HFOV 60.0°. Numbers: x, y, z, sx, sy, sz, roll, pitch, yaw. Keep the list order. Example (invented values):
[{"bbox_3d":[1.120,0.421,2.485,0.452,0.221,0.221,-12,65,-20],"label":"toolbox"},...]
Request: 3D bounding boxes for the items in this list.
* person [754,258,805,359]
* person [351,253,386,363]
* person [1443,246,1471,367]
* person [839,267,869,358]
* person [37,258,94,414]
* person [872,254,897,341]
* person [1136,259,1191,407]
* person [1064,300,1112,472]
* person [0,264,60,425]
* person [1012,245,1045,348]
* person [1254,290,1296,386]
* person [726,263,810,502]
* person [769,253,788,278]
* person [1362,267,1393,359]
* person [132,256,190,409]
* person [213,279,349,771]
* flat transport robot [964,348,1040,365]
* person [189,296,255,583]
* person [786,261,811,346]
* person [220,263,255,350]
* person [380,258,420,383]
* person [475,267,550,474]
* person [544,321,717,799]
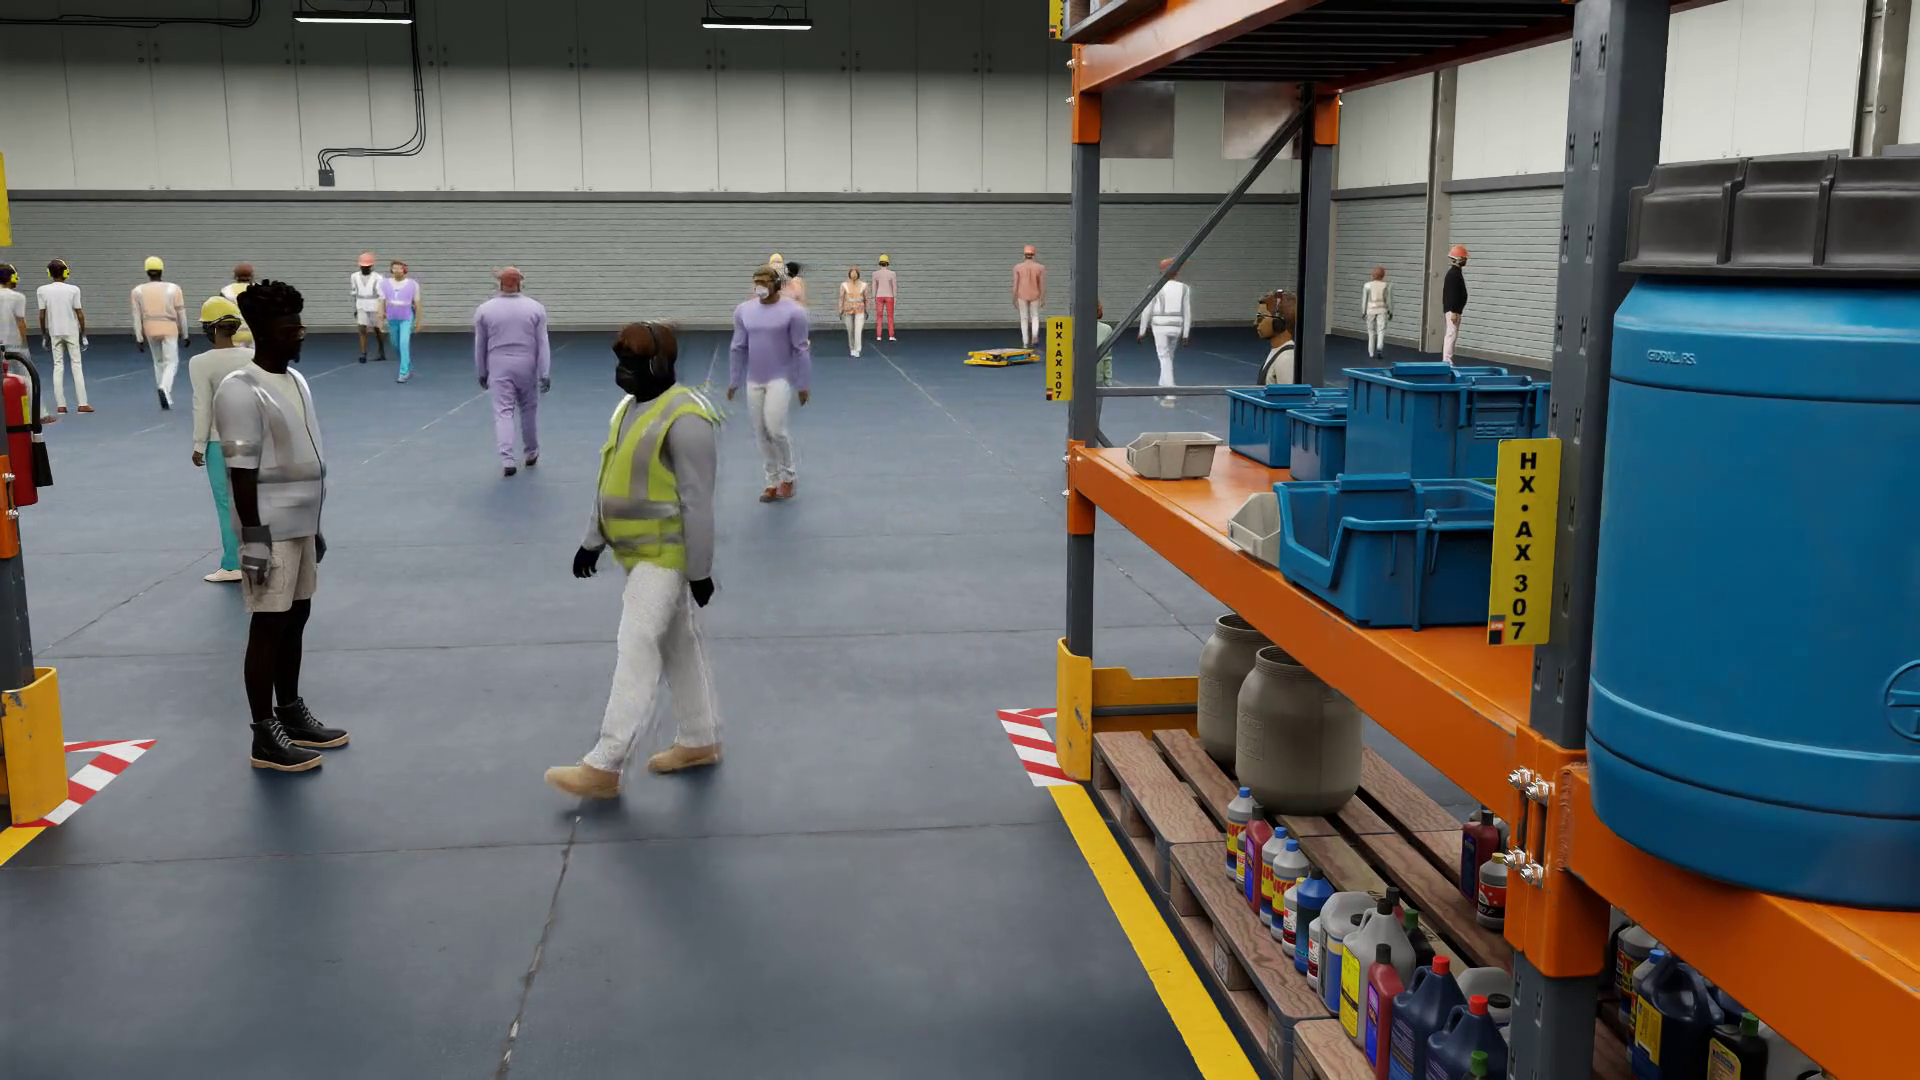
[{"bbox_3d":[-2.284,-2.639,21.118,0.650,1.868,0.944,-3,11,-14],"label":"person"},{"bbox_3d":[-10.085,-3.952,28.373,0.584,1.860,1.025,-1,10,-4],"label":"person"},{"bbox_3d":[7.659,-3.540,25.702,0.395,1.991,0.630,3,11,18],"label":"person"},{"bbox_3d":[-1.888,-4.061,29.629,0.525,1.604,0.800,0,10,-1],"label":"person"},{"bbox_3d":[-10.811,-2.453,20.083,0.518,1.874,0.326,-2,11,-12],"label":"person"},{"bbox_3d":[-1.542,-4.952,34.066,0.523,1.772,0.308,1,10,7],"label":"person"},{"bbox_3d":[2.568,-2.625,21.103,0.594,1.842,0.951,-4,11,-22],"label":"person"},{"bbox_3d":[1.150,-1.423,15.089,0.499,1.634,0.279,-3,11,-16],"label":"person"},{"bbox_3d":[-10.565,-2.162,18.601,0.553,1.830,0.808,2,11,12],"label":"person"},{"bbox_3d":[1.309,-4.678,32.000,0.614,1.979,0.433,-1,10,-4],"label":"person"},{"bbox_3d":[1.735,-0.443,9.139,0.341,1.845,0.511,1,10,7],"label":"person"},{"bbox_3d":[-1.545,-1.247,13.324,0.637,1.921,0.481,5,11,25],"label":"person"},{"bbox_3d":[-3.210,-4.120,29.318,0.596,1.837,0.404,8,13,37],"label":"person"},{"bbox_3d":[7.335,-3.996,29.254,0.533,1.616,0.737,4,11,19],"label":"person"},{"bbox_3d":[-9.968,-2.581,20.717,0.593,1.901,0.817,-2,10,-8],"label":"person"},{"bbox_3d":[-2.744,-0.064,6.726,0.361,1.963,0.613,0,10,1],"label":"person"},{"bbox_3d":[0.709,-3.076,27.891,0.652,0.197,1.431,6,12,31],"label":"flat transport robot"},{"bbox_3d":[-4.533,-0.619,10.319,0.315,1.769,0.525,5,11,25],"label":"person"},{"bbox_3d":[-2.972,-4.207,30.196,0.408,1.682,0.554,1,10,4],"label":"person"},{"bbox_3d":[-8.750,-2.489,20.461,0.622,1.800,0.915,-5,11,-25],"label":"person"},{"bbox_3d":[-8.249,-3.250,24.597,0.575,1.822,0.814,0,10,2],"label":"person"},{"bbox_3d":[-4.074,-1.547,15.164,0.666,1.853,0.991,-2,11,-10],"label":"person"},{"bbox_3d":[-1.296,0.072,6.430,0.809,1.811,0.632,-6,12,-29],"label":"person"}]
